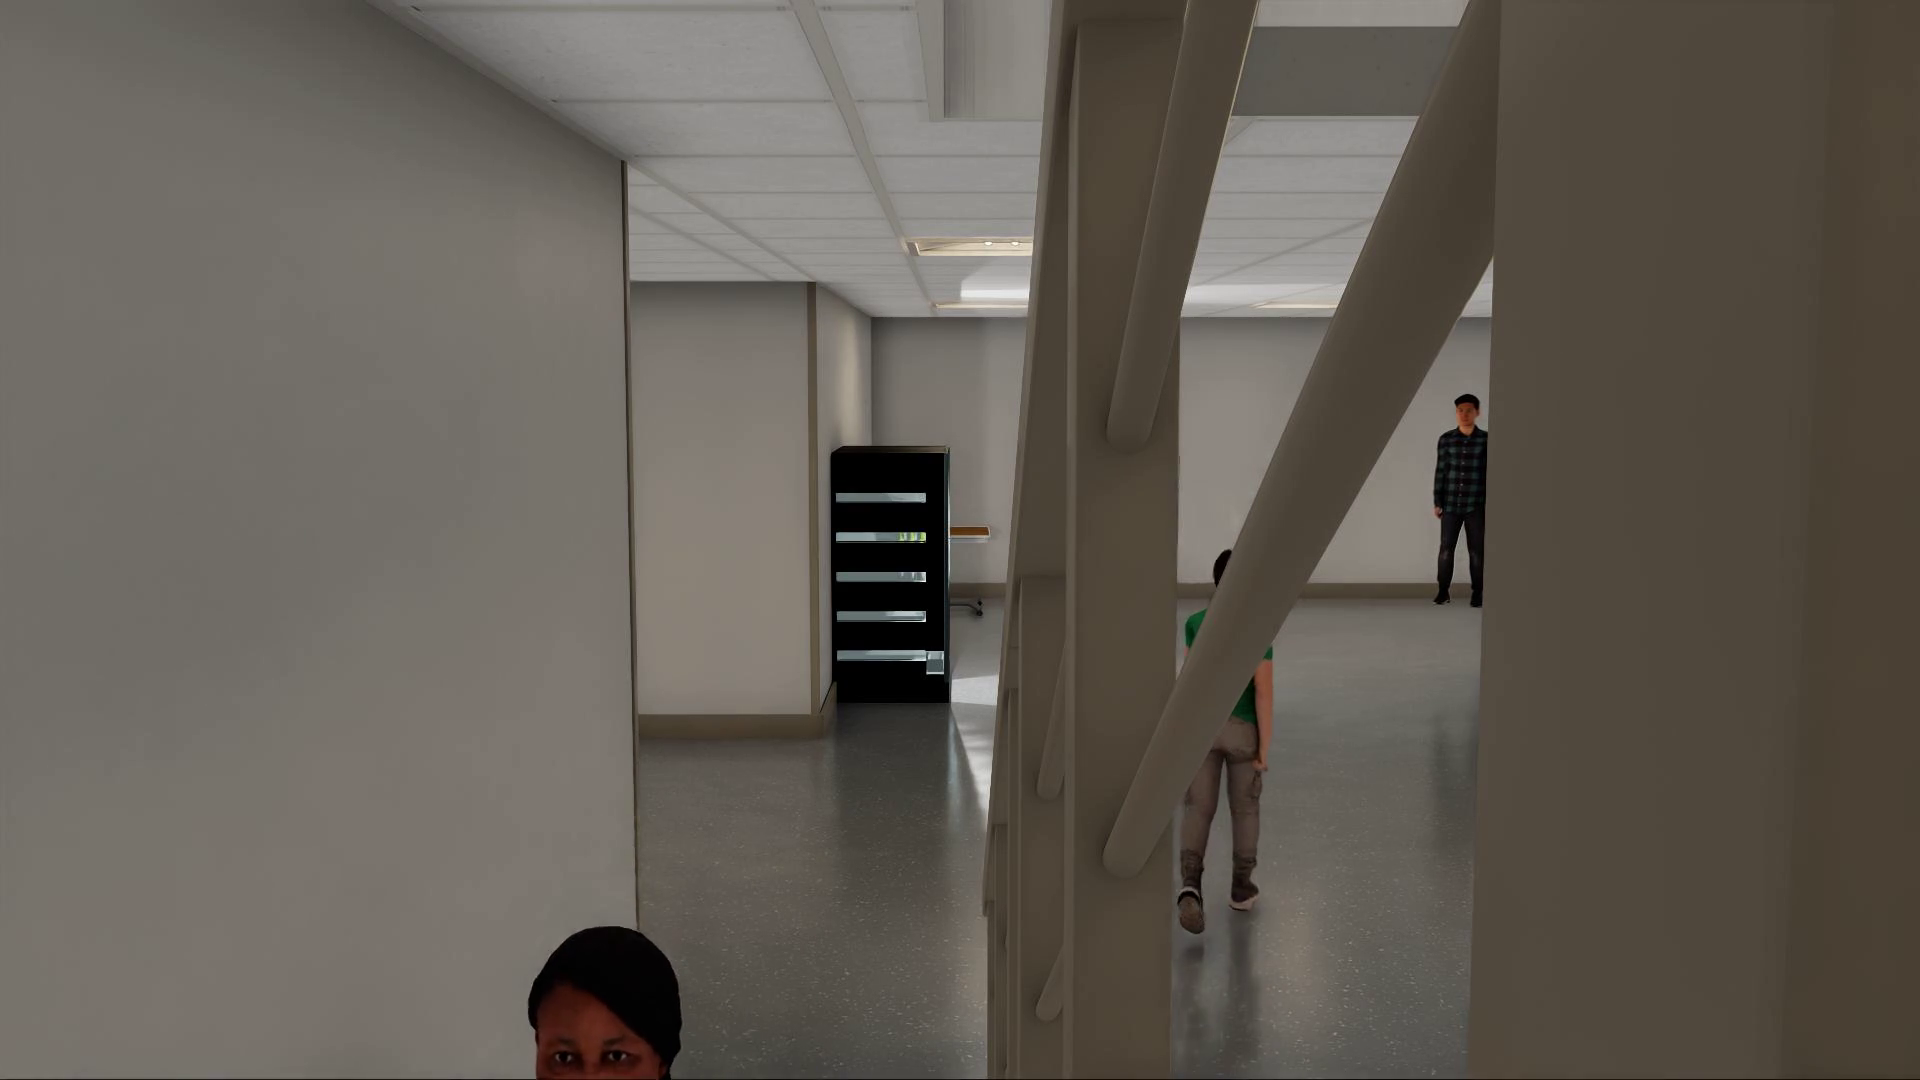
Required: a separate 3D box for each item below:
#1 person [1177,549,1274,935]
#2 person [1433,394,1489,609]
[{"bbox_3d":[1.116,0.875,7.202,0.838,1.623,1.138,2,6,21],"label":"person"},{"bbox_3d":[4.039,-0.321,13.335,0.742,1.707,0.708,3,7,28],"label":"person"}]
